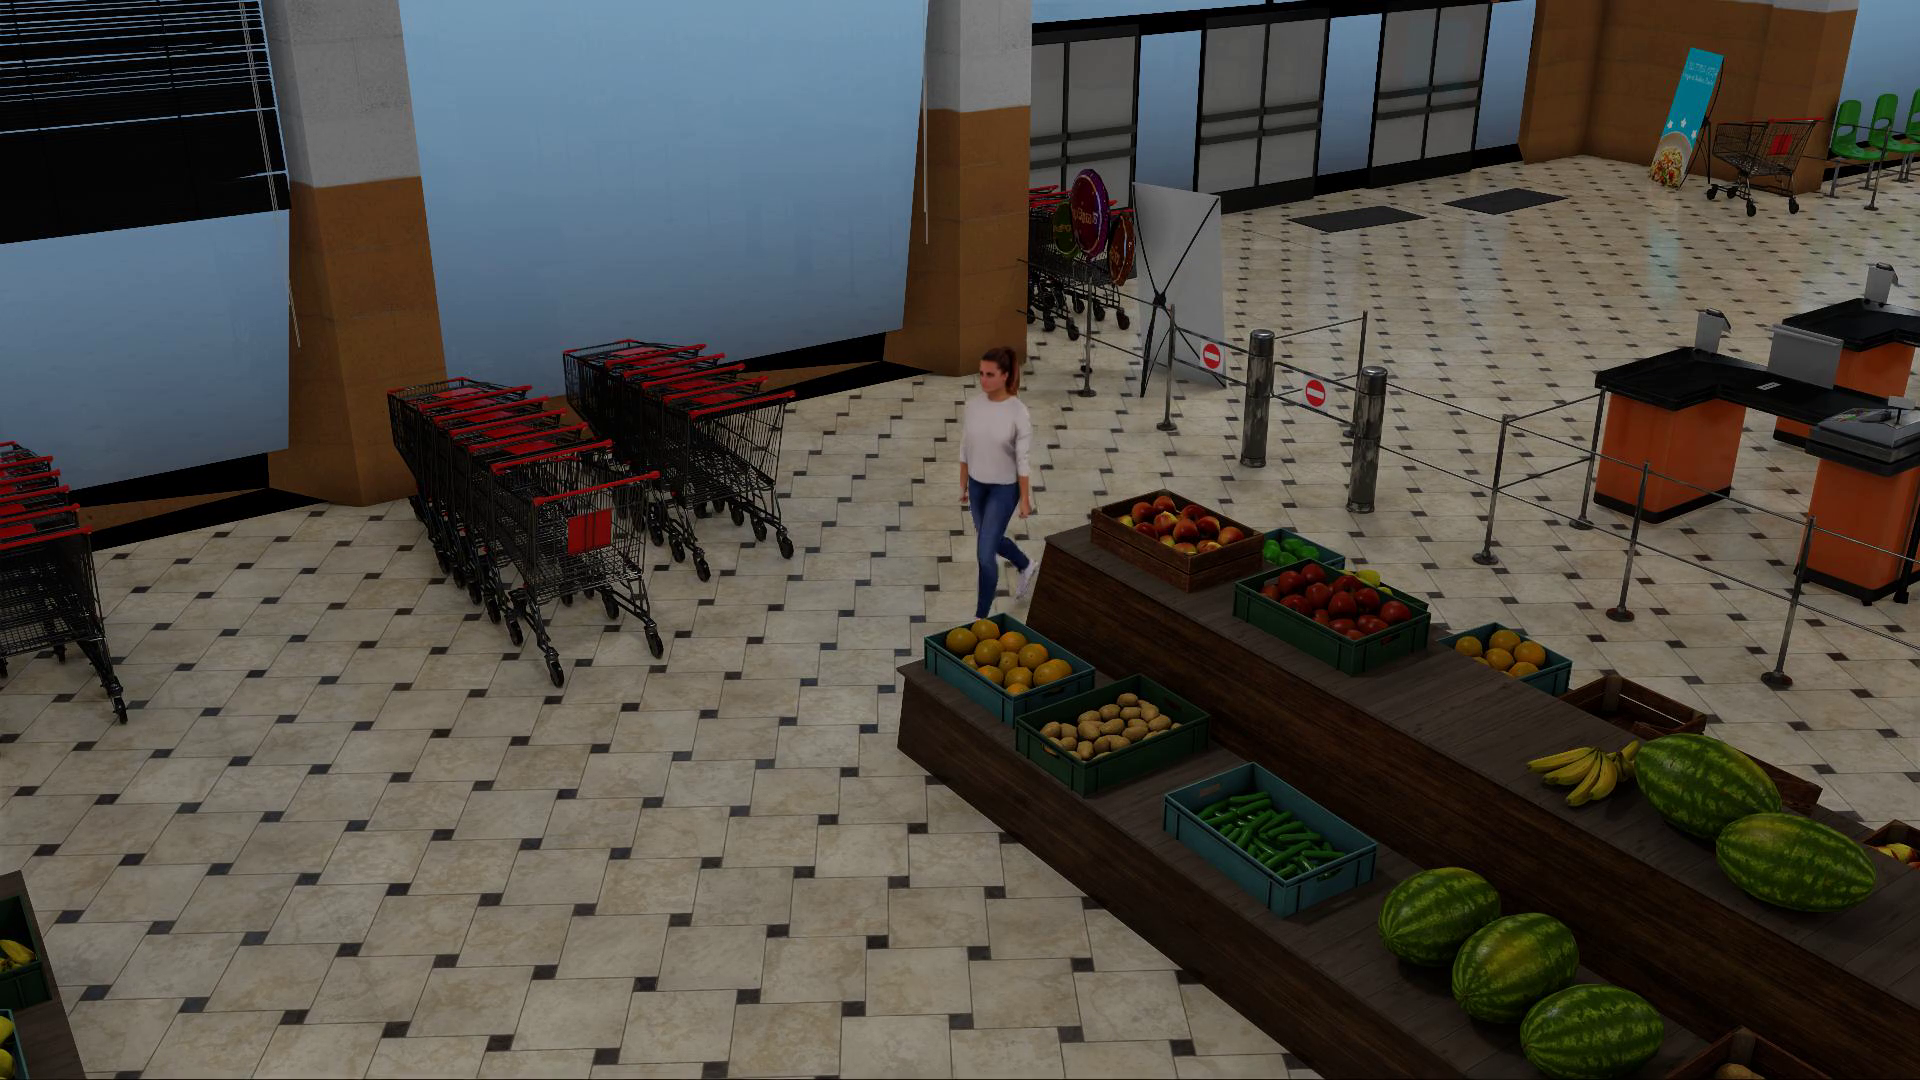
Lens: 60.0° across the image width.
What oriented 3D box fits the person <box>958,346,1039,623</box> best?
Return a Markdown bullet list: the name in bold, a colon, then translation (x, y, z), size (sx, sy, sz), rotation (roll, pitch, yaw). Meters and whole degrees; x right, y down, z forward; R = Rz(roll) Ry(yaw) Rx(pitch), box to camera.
- **person**: translation (0.250, -0.301, 9.665), size (1.072, 1.695, 0.864), rotation (19, 30, 37)
